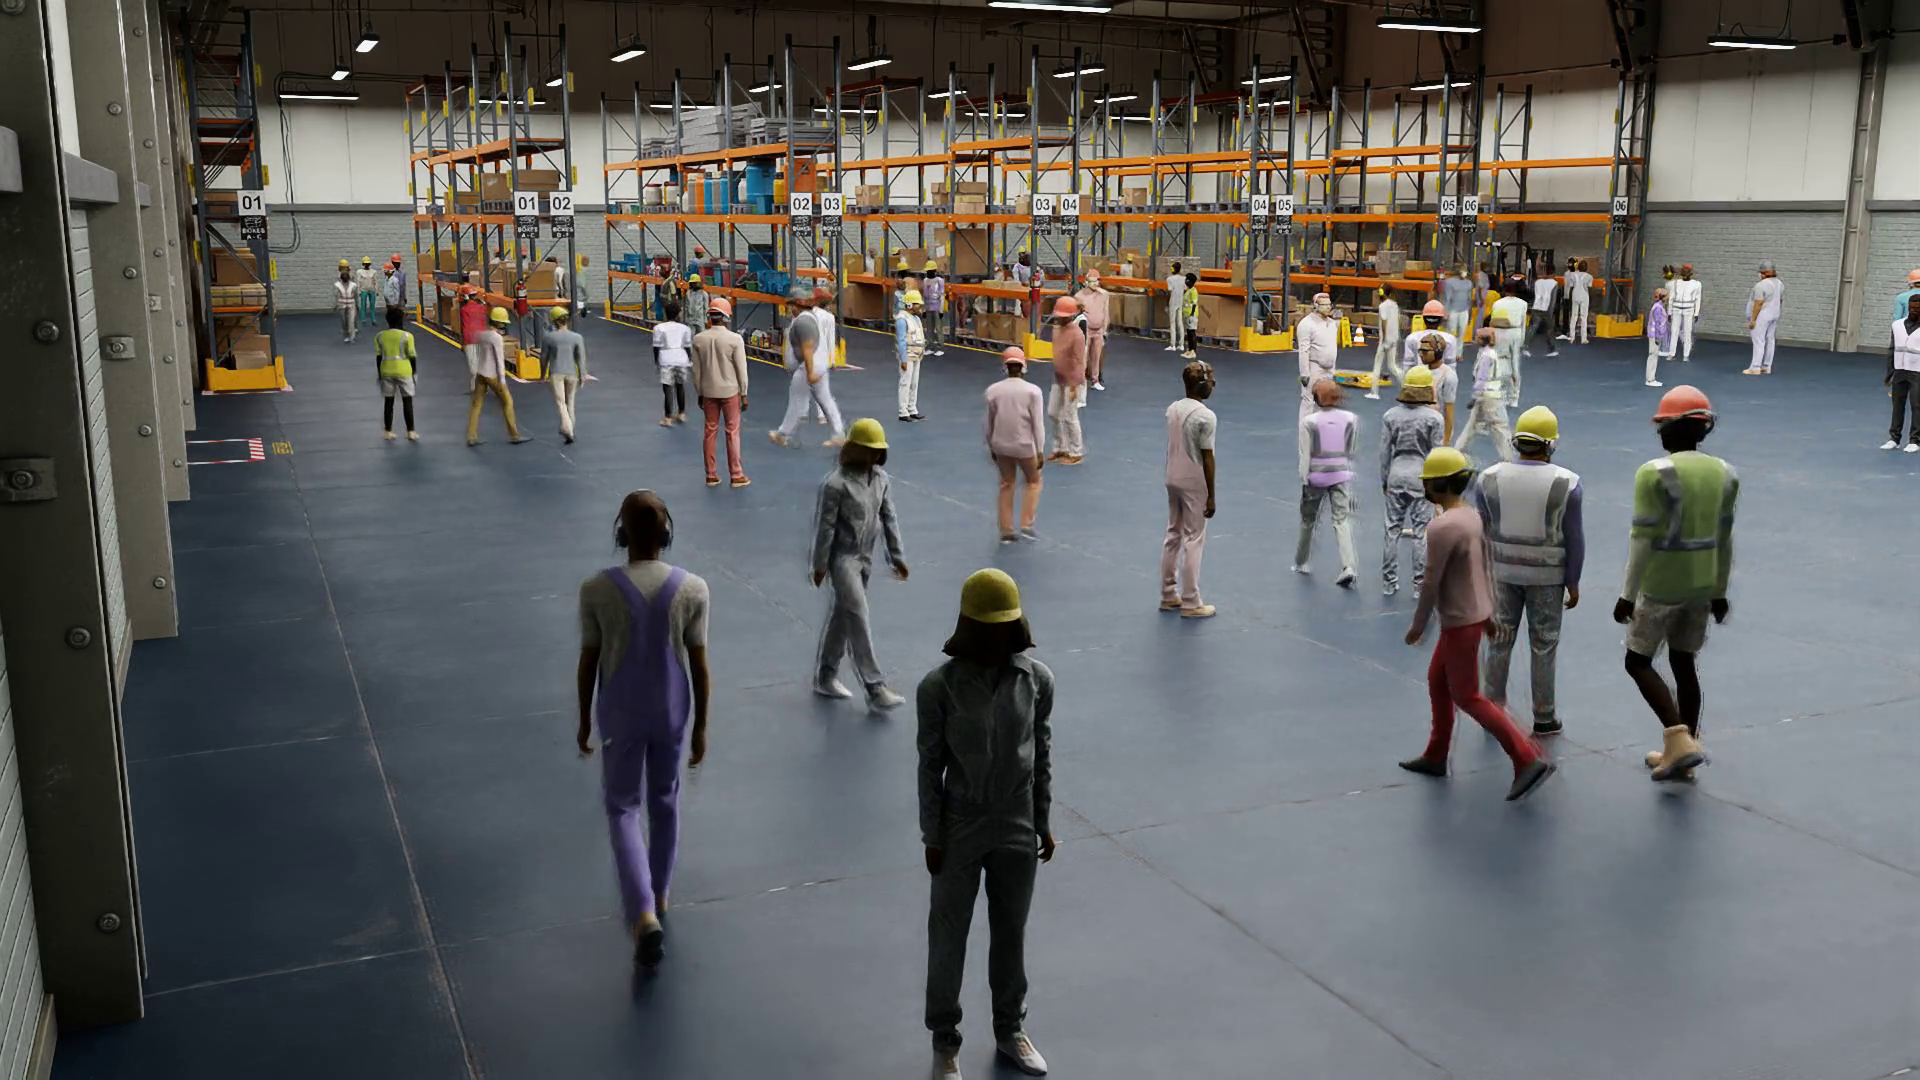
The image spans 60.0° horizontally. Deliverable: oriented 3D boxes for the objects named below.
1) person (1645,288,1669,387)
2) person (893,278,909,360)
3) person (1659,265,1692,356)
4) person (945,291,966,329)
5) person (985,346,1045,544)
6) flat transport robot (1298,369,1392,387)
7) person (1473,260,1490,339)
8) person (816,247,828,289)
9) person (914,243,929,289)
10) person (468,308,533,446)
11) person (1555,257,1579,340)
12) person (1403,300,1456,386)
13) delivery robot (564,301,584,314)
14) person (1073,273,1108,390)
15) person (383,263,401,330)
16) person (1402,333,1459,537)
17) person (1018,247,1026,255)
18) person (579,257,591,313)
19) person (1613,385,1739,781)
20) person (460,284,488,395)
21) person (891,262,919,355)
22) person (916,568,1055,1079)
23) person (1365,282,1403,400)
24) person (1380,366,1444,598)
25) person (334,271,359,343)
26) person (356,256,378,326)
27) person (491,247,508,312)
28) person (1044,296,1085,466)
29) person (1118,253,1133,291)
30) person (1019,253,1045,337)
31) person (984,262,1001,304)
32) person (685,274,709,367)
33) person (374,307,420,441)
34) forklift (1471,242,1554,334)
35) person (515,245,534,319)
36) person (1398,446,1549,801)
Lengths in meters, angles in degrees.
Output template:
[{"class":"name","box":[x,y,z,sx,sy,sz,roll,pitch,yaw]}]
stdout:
[{"class":"person","box":[11.627,-3.379,27.757,0.311,1.632,0.516,5,12,24]},{"class":"person","box":[-1.129,-4.337,32.666,0.403,1.610,0.619,7,13,31]},{"class":"person","box":[14.332,-4.595,33.406,0.666,1.840,0.512,10,15,42]},{"class":"person","box":[-0.111,-5.990,40.324,0.642,1.905,0.399,-10,15,-40]},{"class":"person","box":[0.519,-0.826,14.517,0.600,1.723,0.482,6,13,28]},{"class":"flat transport robot","box":[6.453,-2.730,27.918,0.652,0.197,1.431,-10,15,-41]},{"class":"person","box":[12.011,-5.522,38.231,0.348,1.809,0.678,6,13,29]},{"class":"person","box":[-4.071,-7.594,48.561,0.349,1.878,0.579,8,13,34]},{"class":"person","box":[-1.183,-7.852,49.591,0.617,1.995,1.041,5,12,23]},{"class":"person","box":[-5.760,-2.019,20.638,0.749,1.705,0.546,-11,15,-43]},{"class":"person","box":[13.888,-5.491,37.874,0.328,1.872,0.513,-6,13,-28]},{"class":"person","box":[5.111,-1.638,18.125,0.553,1.933,0.368,4,12,21]},{"class":"delivery robot","box":[-10.669,-6.443,45.822,0.477,0.478,0.707,3,11,15]},{"class":"person","box":[2.133,-3.375,27.027,0.639,1.908,0.409,-6,13,-28]},{"class":"person","box":[-12.878,-5.390,37.657,0.326,1.751,0.560,-10,15,-41]},{"class":"person","box":[4.152,-0.899,14.625,0.340,1.838,0.509,-4,12,-21]},{"class":"person","box":[2.041,-8.672,54.302,0.326,1.769,0.524,-2,11,-9]},{"class":"person","box":[-10.865,-7.354,47.977,0.398,1.612,0.543,-3,12,-15]},{"class":"person","box":[3.660,0.240,8.395,0.649,2.010,0.682,-4,12,-20]},{"class":"person","box":[-7.750,-3.174,26.393,0.341,1.750,0.565,4,12,19]},{"class":"person","box":[-1.169,-4.615,33.336,0.861,1.891,0.608,8,14,35]},{"class":"person","box":[0.095,0.946,5.482,0.487,1.744,0.294,-5,12,-23]},{"class":"person","box":[6.657,-3.057,25.666,0.517,1.820,0.802,-8,14,-37]},{"class":"person","box":[3.400,-0.438,12.513,0.488,1.743,0.317,9,14,37]},{"class":"person","box":[-13.674,-5.199,37.087,0.525,1.605,0.841,-4,12,-18]},{"class":"person","box":[-15.153,-6.362,42.567,0.522,1.769,0.311,-8,14,-36]},{"class":"person","box":[-12.388,-6.884,44.699,0.650,1.968,0.648,-7,13,-31]},{"class":"person","box":[1.212,-1.795,18.896,0.549,1.946,0.655,-6,13,-29]},{"class":"person","box":[4.822,-7.312,47.463,0.626,1.732,0.438,2,11,8]},{"class":"person","box":[1.517,-5.311,36.524,0.536,2.000,0.683,10,15,40]},{"class":"person","box":[0.975,-8.387,52.227,0.677,2.010,0.633,-3,12,-15]},{"class":"person","box":[-4.928,-4.095,31.100,0.484,1.745,0.298,4,12,19]},{"class":"person","box":[-7.130,-2.098,21.075,0.539,1.695,0.318,1,11,6]},{"class":"forklift","box":[13.047,-6.049,39.881,2.313,2.155,1.214,-5,12,-23]},{"class":"person","box":[-11.762,-6.973,45.060,0.583,2.004,0.614,5,12,24]},{"class":"person","box":[2.591,0.406,8.278,0.759,1.721,0.539,7,13,33]}]
